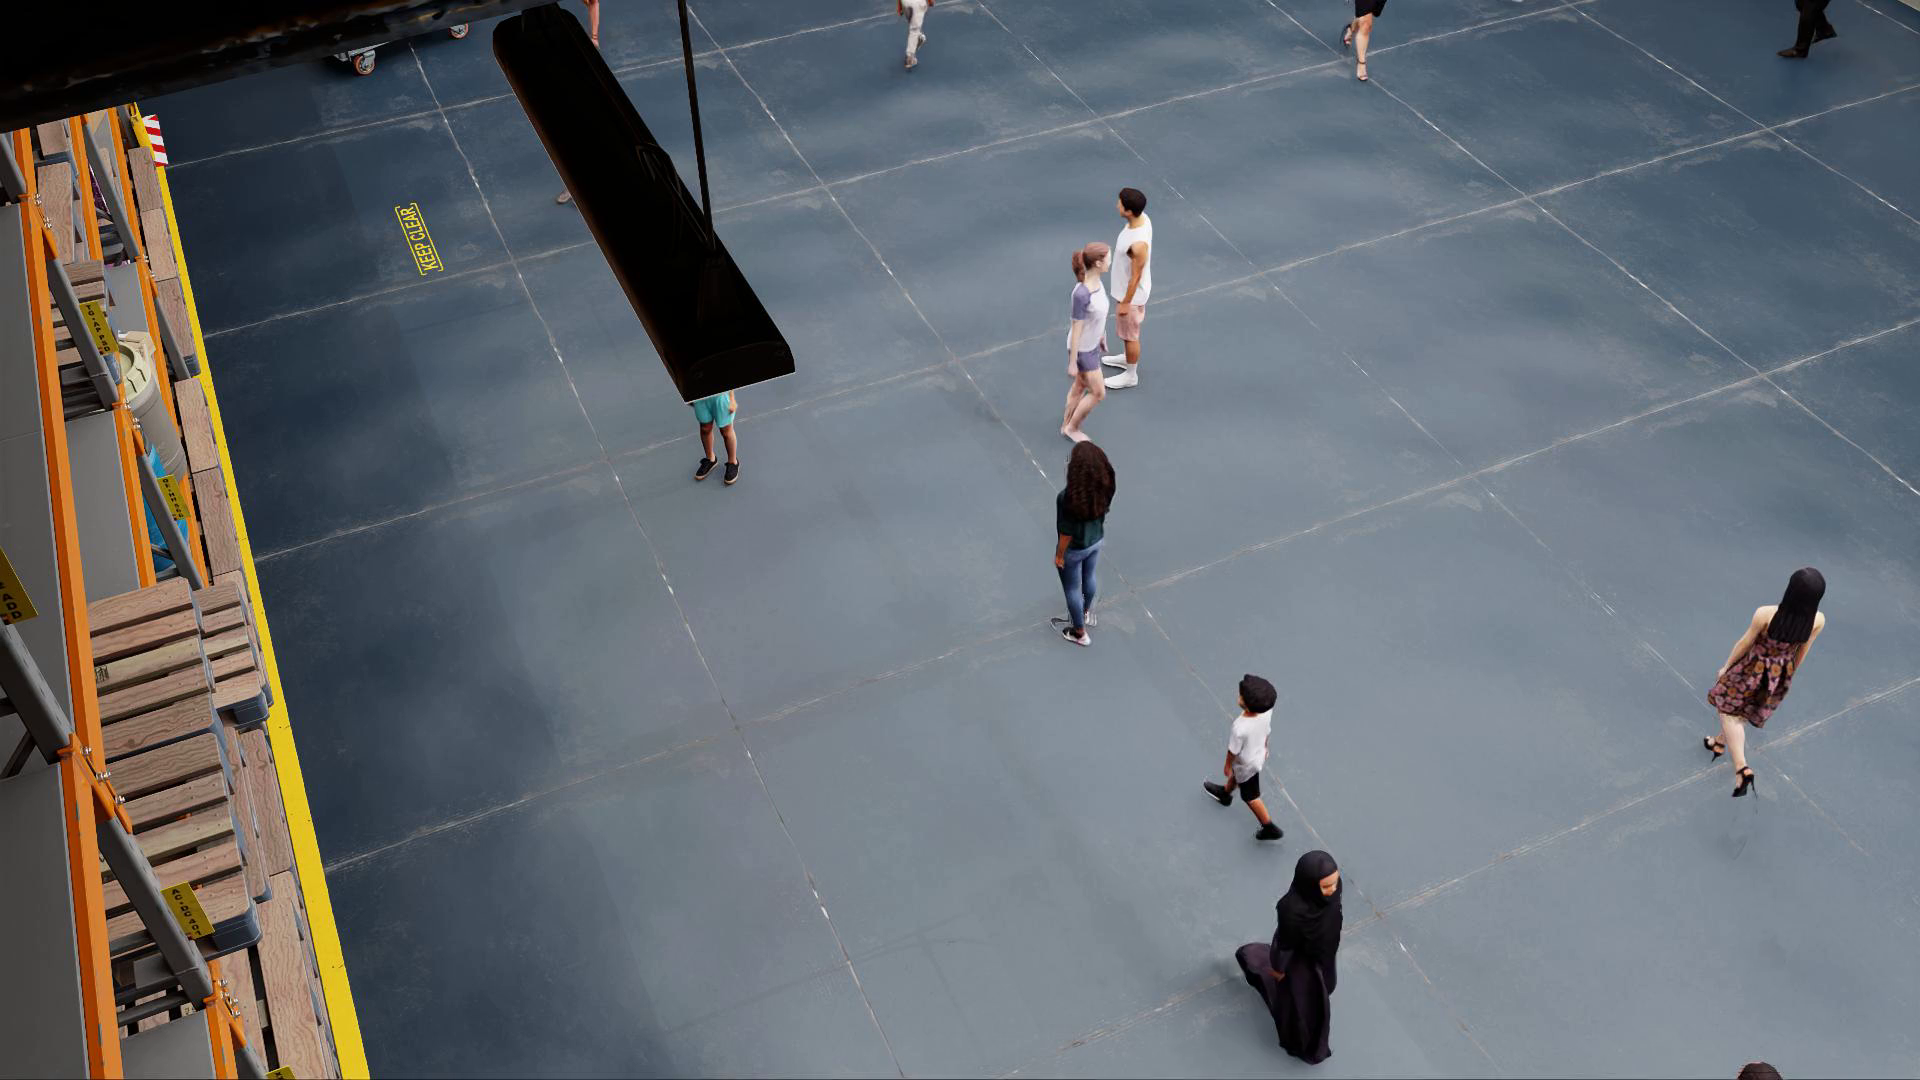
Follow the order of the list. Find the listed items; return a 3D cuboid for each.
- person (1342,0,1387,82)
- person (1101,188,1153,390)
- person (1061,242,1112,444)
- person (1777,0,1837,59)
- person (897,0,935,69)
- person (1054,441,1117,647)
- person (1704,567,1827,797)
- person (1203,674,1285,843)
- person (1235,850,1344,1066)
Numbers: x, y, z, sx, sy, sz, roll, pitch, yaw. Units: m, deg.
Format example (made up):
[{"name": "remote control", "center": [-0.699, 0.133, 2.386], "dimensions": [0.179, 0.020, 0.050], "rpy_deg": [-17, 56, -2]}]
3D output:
[{"name": "person", "center": [4.157, -5.625, 17.005], "dimensions": [0.799, 1.681, 1.130], "rpy_deg": [-10, 45, -10]}, {"name": "person", "center": [1.361, -1.989, 13.114], "dimensions": [0.790, 1.782, 0.680], "rpy_deg": [4, 44, 4]}, {"name": "person", "center": [0.866, -1.488, 12.616], "dimensions": [0.773, 1.745, 0.715], "rpy_deg": [17, 46, 17]}, {"name": "person", "center": [8.956, -5.833, 17.069], "dimensions": [1.014, 1.893, 0.977], "rpy_deg": [9, 44, 9]}, {"name": "person", "center": [-0.492, -5.529, 17.192], "dimensions": [0.870, 1.283, 0.902], "rpy_deg": [16, 46, 16]}, {"name": "person", "center": [0.815, 0.015, 11.125], "dimensions": [0.668, 1.626, 0.726], "rpy_deg": [-30, 51, -27]}, {"name": "person", "center": [4.869, 0.886, 10.116], "dimensions": [0.875, 1.756, 1.045], "rpy_deg": [1, 44, 1]}, {"name": "person", "center": [1.788, 1.324, 10.029], "dimensions": [0.924, 1.242, 0.679], "rpy_deg": [33, 53, 30]}, {"name": "person", "center": [1.790, 2.132, 8.918], "dimensions": [0.783, 1.604, 1.026], "rpy_deg": [-31, 52, -29]}]
